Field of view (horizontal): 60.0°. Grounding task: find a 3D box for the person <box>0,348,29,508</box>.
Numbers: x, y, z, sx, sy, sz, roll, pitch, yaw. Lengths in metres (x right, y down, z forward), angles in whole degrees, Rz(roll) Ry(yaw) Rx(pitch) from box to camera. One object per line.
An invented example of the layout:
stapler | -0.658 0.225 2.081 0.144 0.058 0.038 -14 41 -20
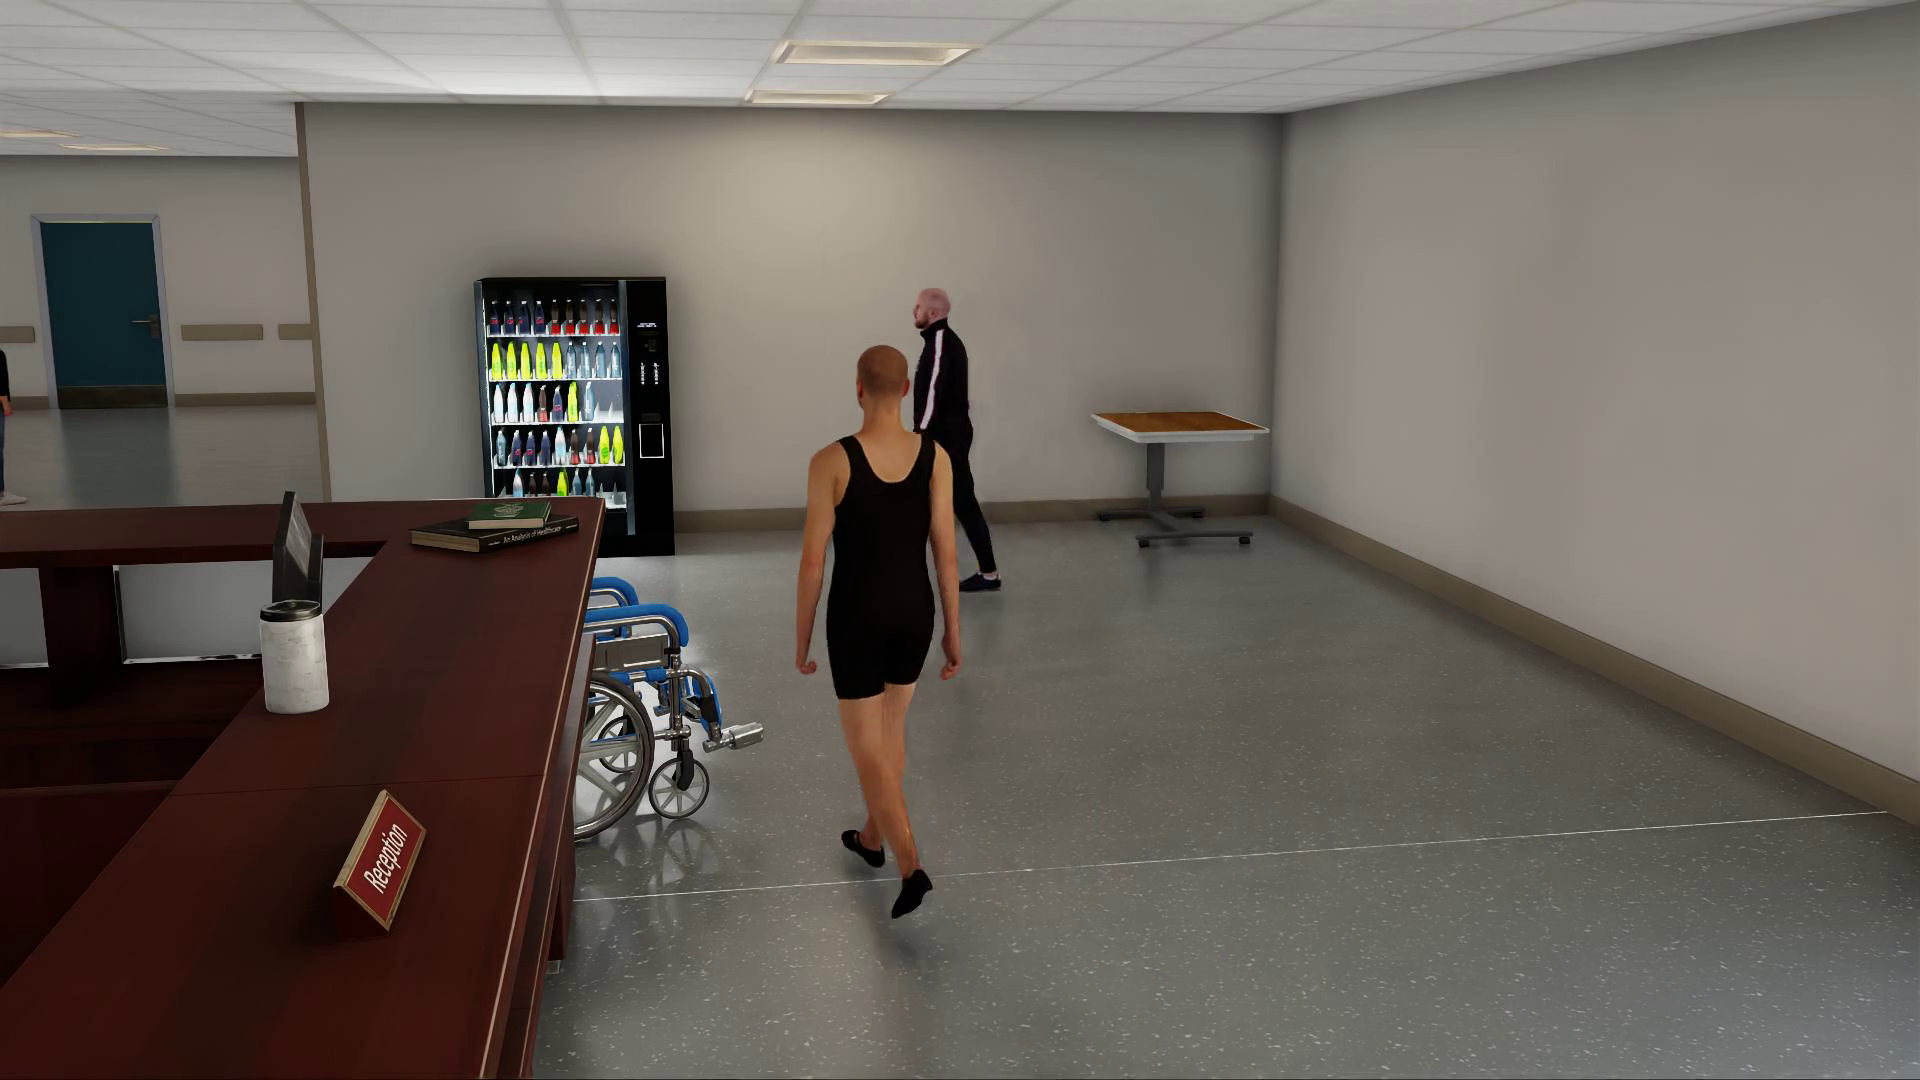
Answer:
person | -7.677 -1.098 13.098 0.627 1.646 0.718 5 12 25

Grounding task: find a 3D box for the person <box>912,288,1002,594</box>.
person | 0.013 -0.545 9.805 1.174 1.788 0.842 0 11 0

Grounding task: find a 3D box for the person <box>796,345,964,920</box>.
person | -0.226 0.310 5.296 1.123 1.787 0.919 -5 12 -23
